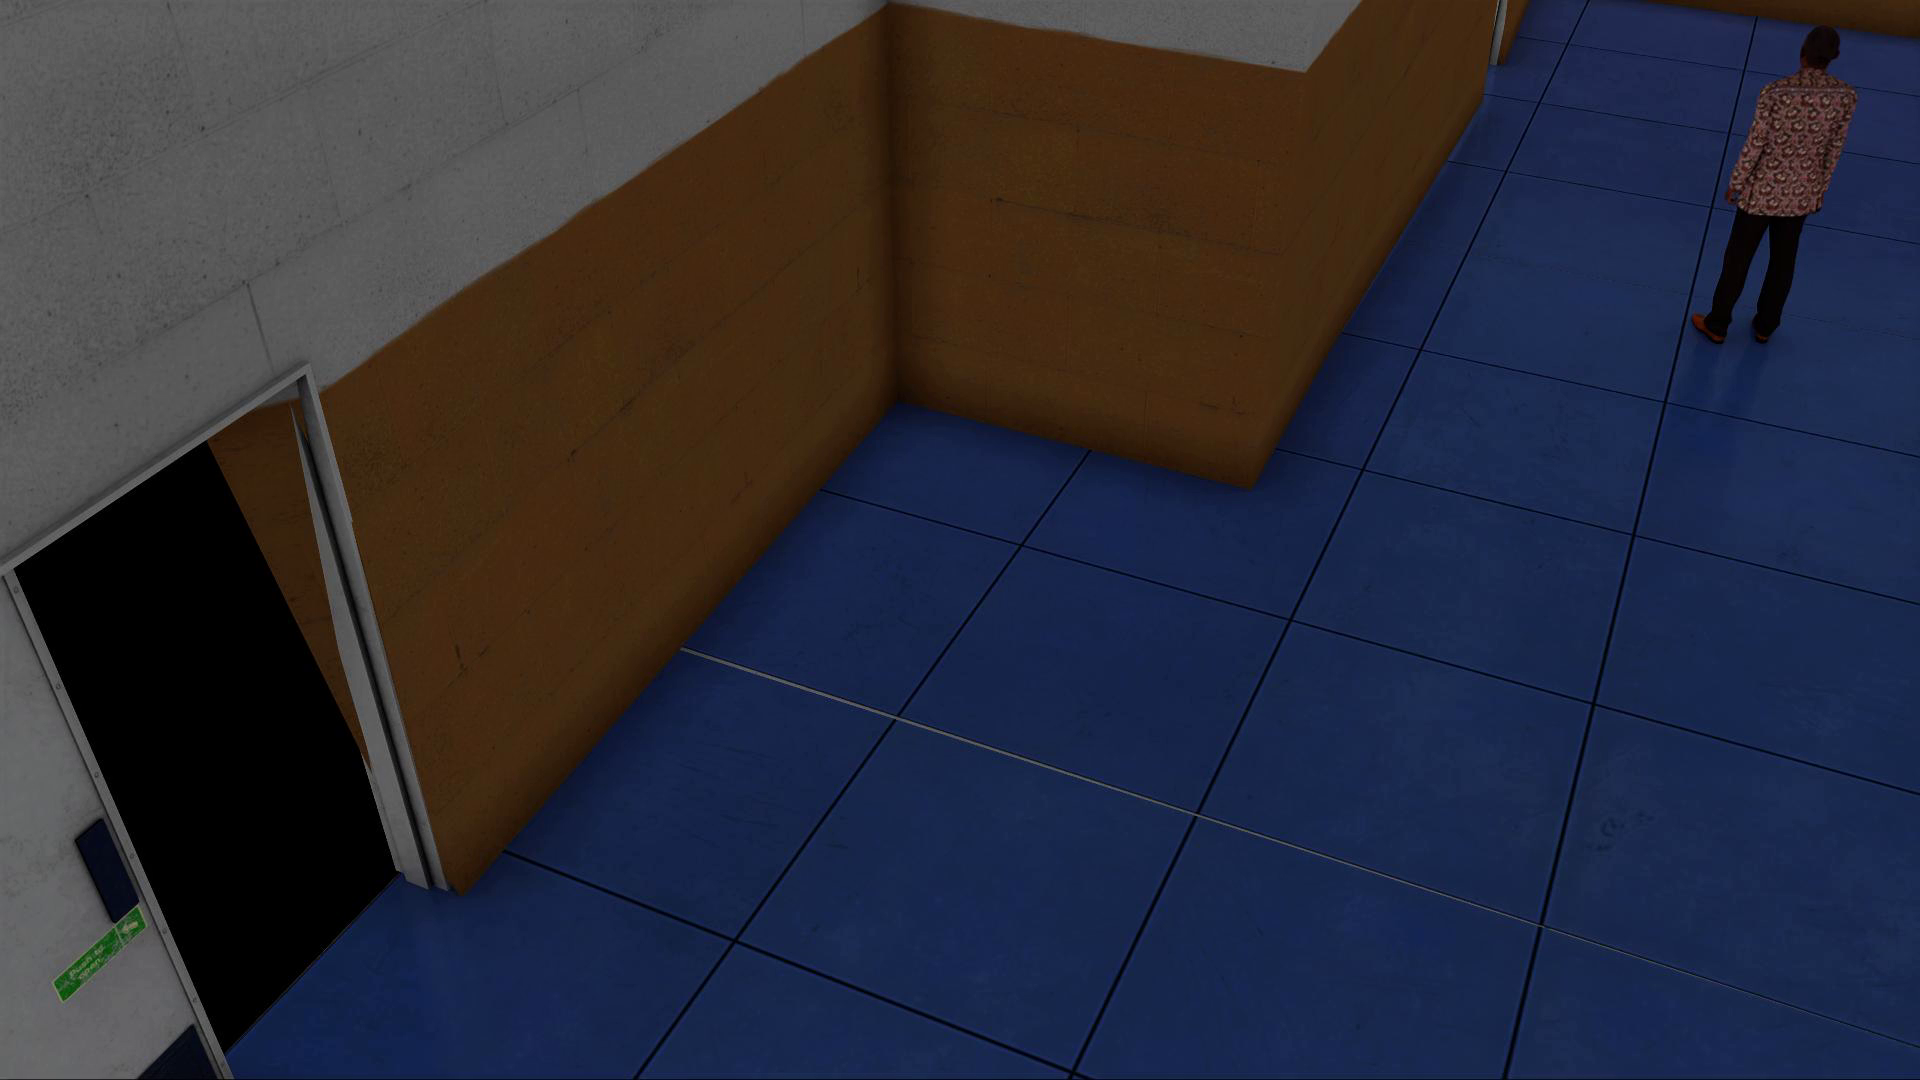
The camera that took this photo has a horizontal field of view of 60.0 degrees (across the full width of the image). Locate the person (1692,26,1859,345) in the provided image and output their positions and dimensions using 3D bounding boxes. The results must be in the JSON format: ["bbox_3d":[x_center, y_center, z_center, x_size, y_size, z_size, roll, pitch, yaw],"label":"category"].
[{"bbox_3d":[4.480,-1.914,9.101,0.664,1.808,0.815,2,37,3],"label":"person"}]
